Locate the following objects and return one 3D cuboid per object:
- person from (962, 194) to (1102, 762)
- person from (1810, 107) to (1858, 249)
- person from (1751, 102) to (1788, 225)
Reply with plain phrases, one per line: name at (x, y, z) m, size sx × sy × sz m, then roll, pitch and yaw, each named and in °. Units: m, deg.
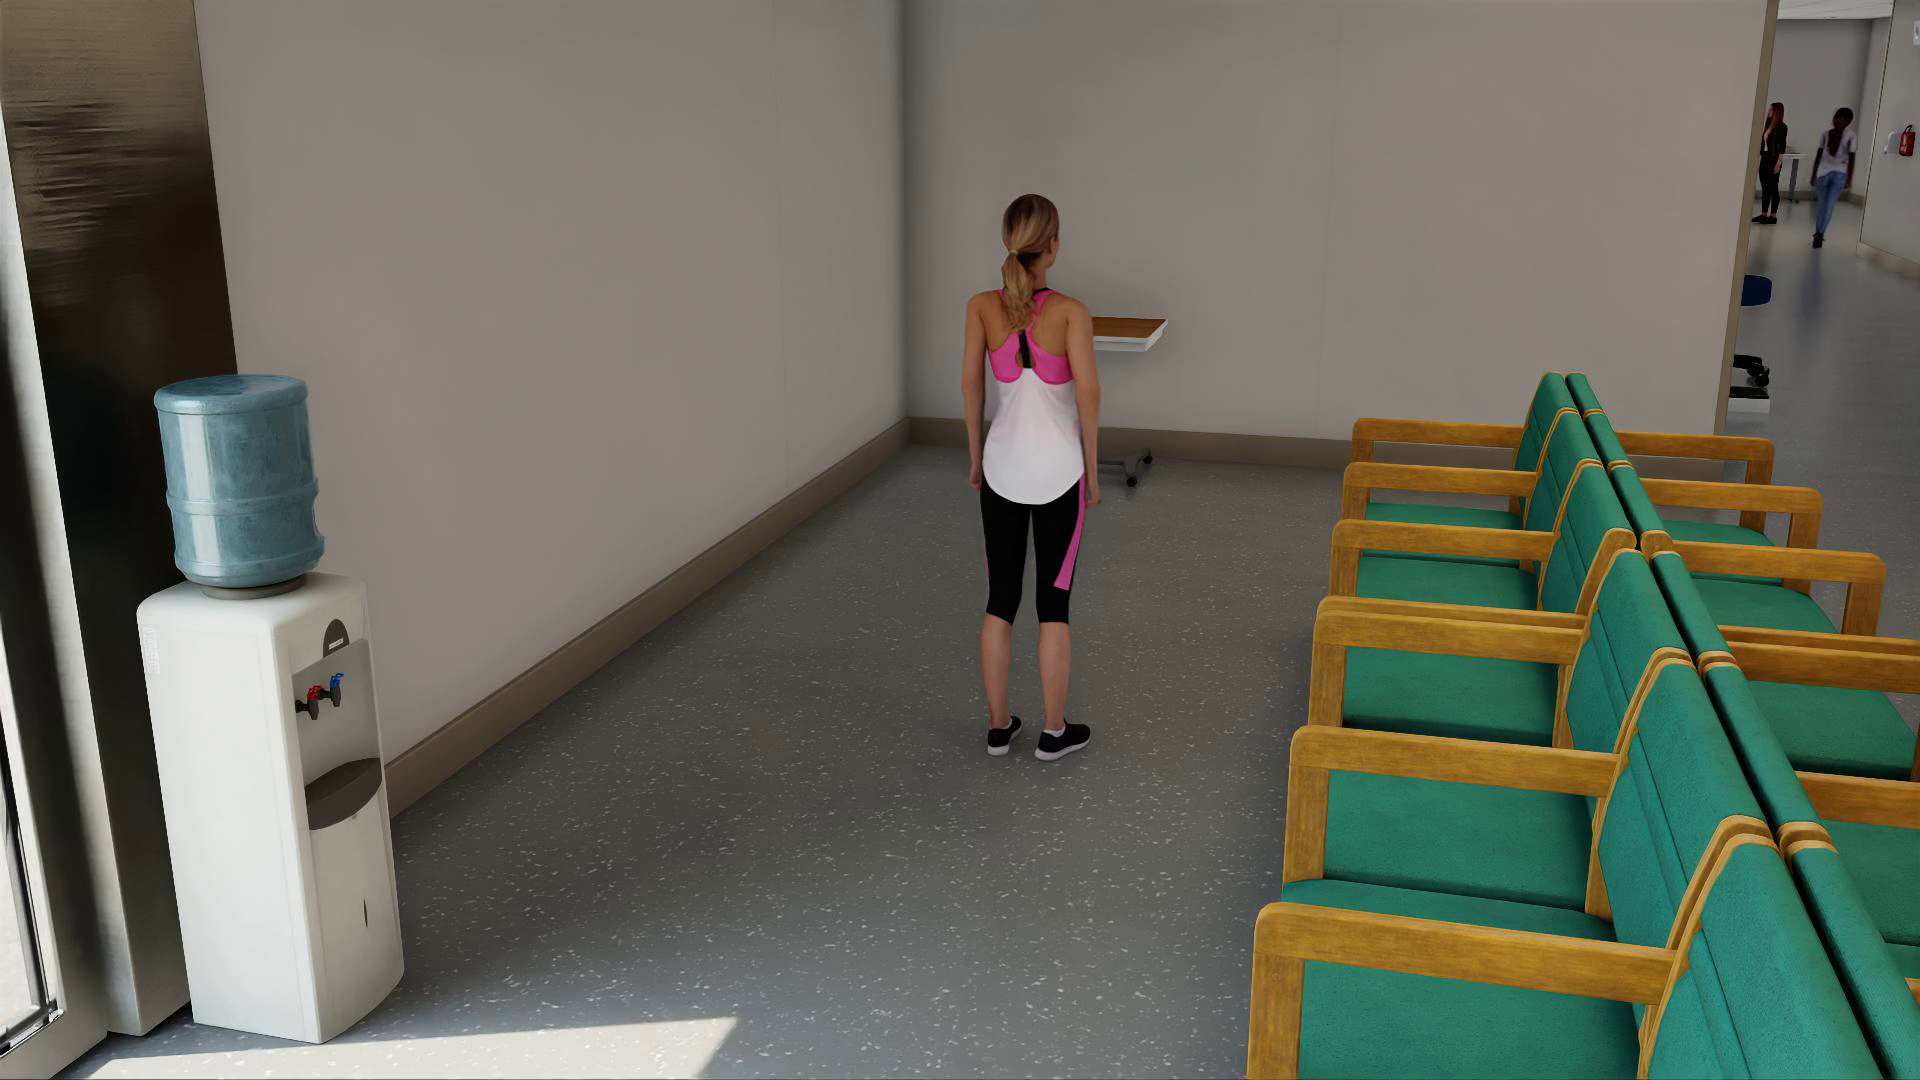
person at (0.220, -0.179, 5.227) m, size 0.506 × 1.788 × 0.691 m, roll 7°, pitch 17°, yaw 23°
person at (10.756, -4.452, 20.560) m, size 0.946 × 1.694 × 0.890 m, roll 12°, pitch 20°, yaw 37°
person at (11.784, -5.465, 24.122) m, size 0.655 × 1.710 × 0.682 m, roll -2°, pitch 16°, yaw -6°
